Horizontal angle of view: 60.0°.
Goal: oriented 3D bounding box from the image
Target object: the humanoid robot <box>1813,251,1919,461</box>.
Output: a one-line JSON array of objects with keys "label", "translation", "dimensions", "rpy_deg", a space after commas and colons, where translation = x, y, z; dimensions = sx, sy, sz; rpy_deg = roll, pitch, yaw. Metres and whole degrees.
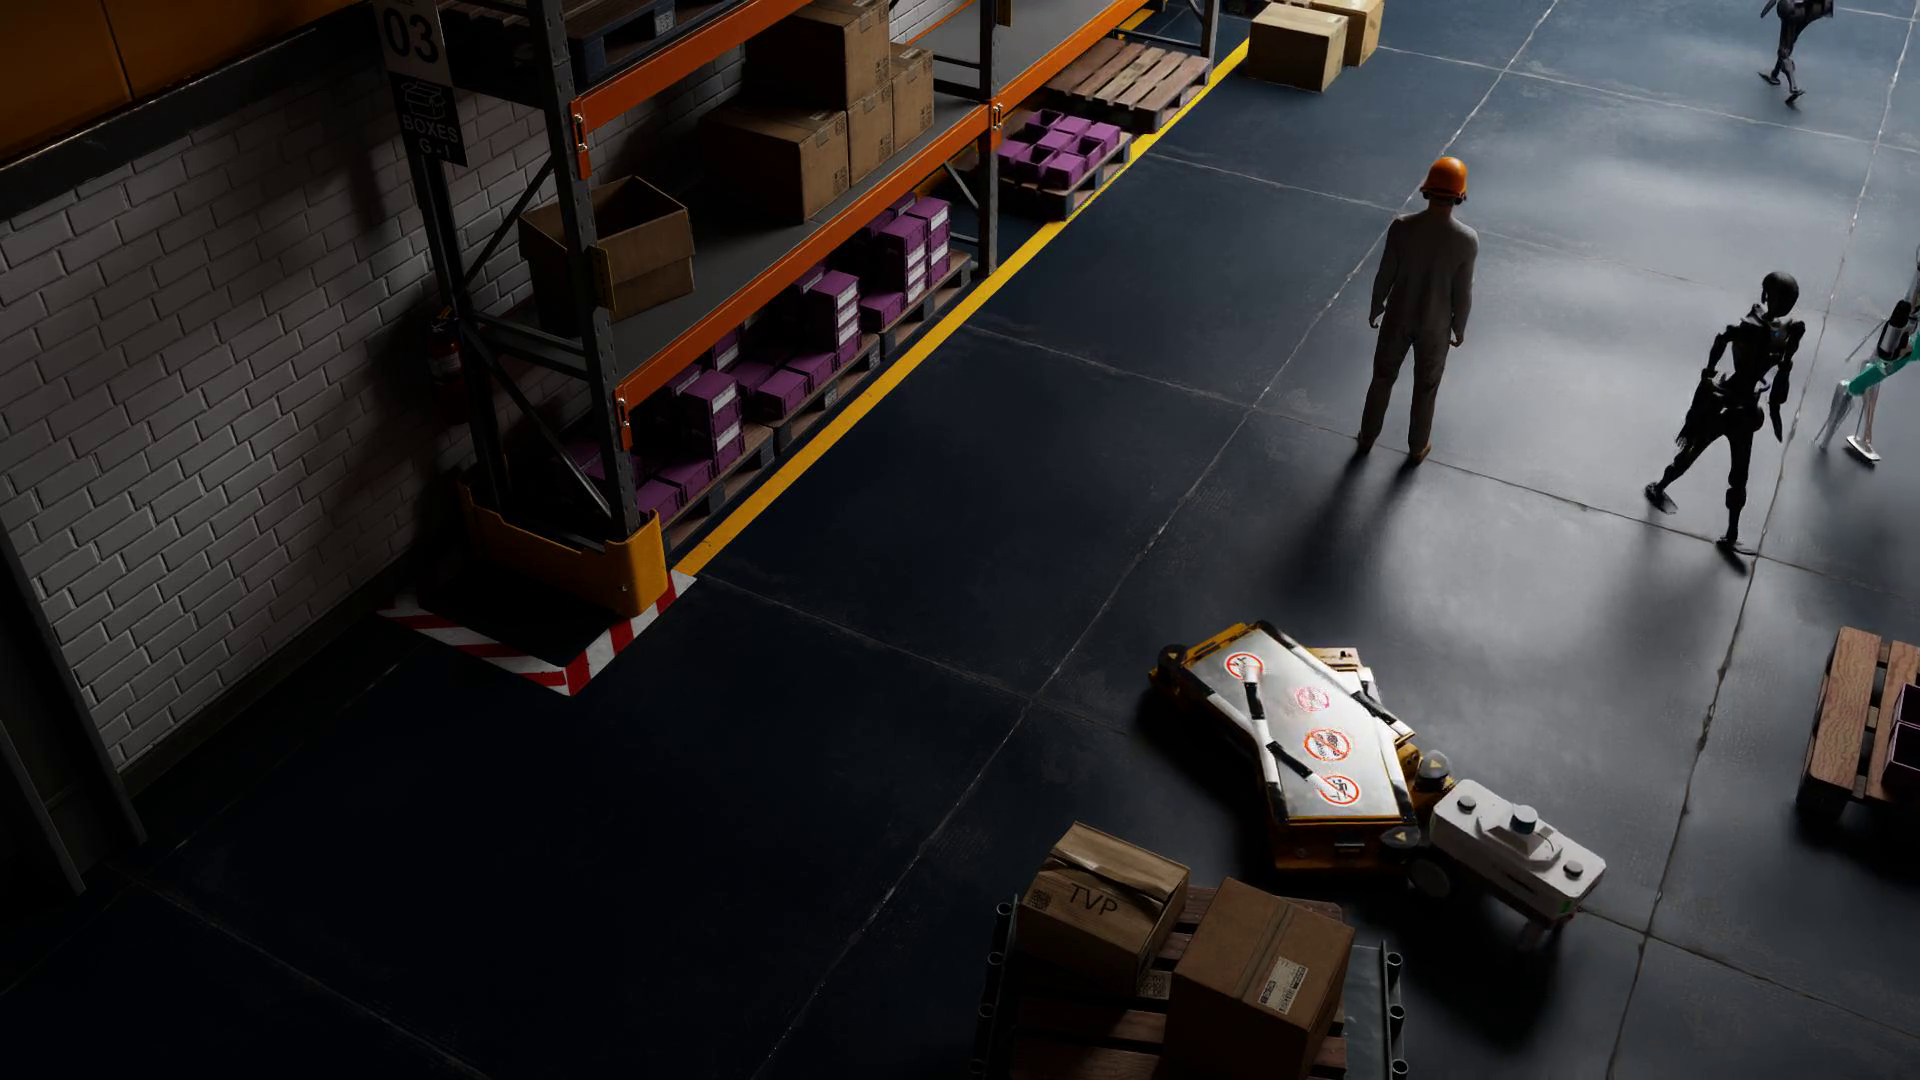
[{"label": "humanoid robot", "translation": [5.390, -1.165, 9.590], "dimensions": [0.547, 1.895, 0.724], "rpy_deg": [-9, 40, -11]}]

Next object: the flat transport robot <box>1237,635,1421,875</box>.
[{"label": "flat transport robot", "translation": [1.721, 1.000, 7.969], "dimensions": [0.659, 0.231, 1.431], "rpy_deg": [-1, 39, -1]}]

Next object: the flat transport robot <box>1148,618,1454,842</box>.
[{"label": "flat transport robot", "translation": [1.638, 0.892, 8.104], "dimensions": [0.659, 0.231, 1.431], "rpy_deg": [-25, 45, -28]}]

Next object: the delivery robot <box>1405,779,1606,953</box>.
[{"label": "delivery robot", "translation": [2.369, 1.390, 7.268], "dimensions": [0.523, 0.614, 0.786], "rpy_deg": [-32, 48, -33]}]

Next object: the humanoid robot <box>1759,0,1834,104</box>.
[{"label": "humanoid robot", "translation": [7.002, -4.451, 13.700], "dimensions": [0.610, 1.644, 0.743], "rpy_deg": [-6, 39, -8]}]

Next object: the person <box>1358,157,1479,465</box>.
[{"label": "person", "translation": [2.638, -1.305, 9.562], "dimensions": [0.560, 1.888, 0.399], "rpy_deg": [16, 41, 19]}]

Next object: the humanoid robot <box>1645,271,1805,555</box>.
[{"label": "humanoid robot", "translation": [4.197, -0.703, 9.003], "dimensions": [0.599, 1.624, 0.777], "rpy_deg": [-9, 39, -11]}]
